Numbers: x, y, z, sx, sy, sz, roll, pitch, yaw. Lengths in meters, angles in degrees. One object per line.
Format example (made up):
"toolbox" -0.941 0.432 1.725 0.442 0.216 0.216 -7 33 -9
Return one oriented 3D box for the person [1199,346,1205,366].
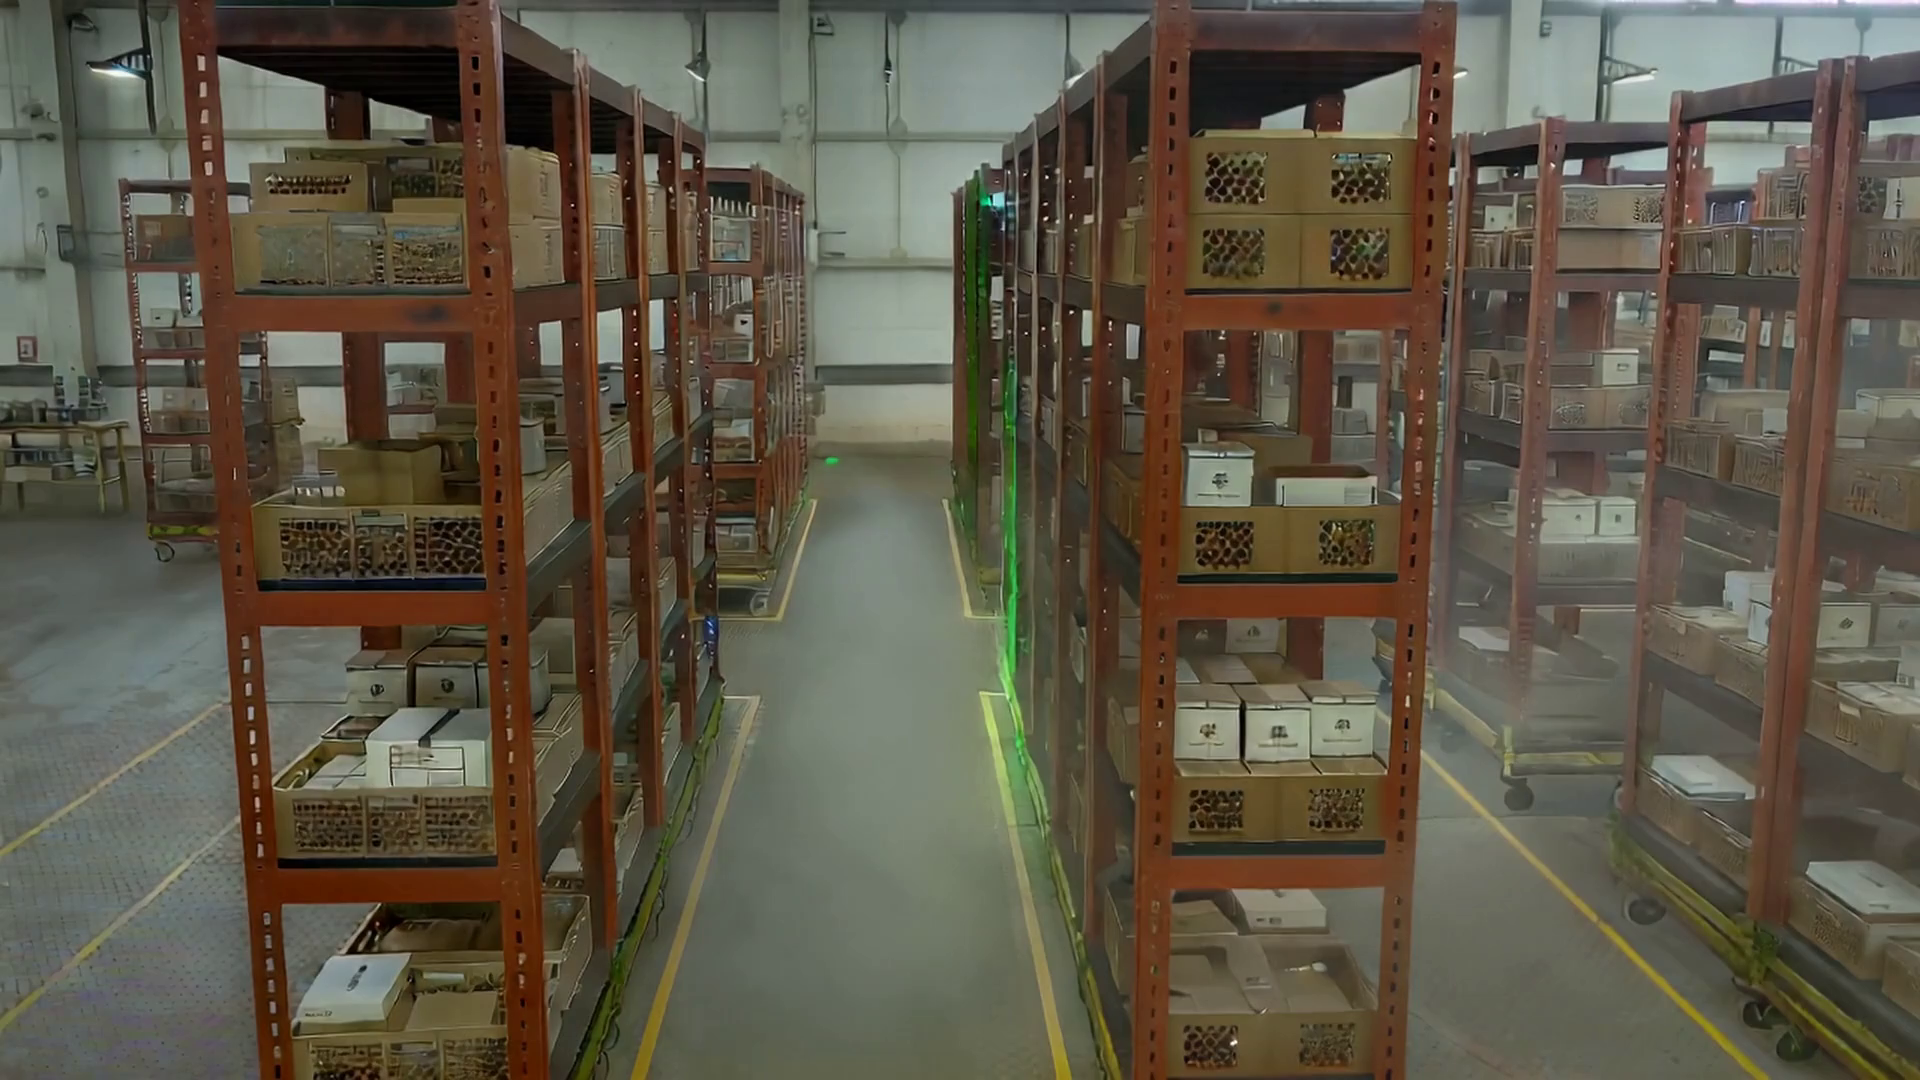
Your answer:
"person" 3.011 -1.573 20.837 0.976 1.798 0.607 2 10 14
